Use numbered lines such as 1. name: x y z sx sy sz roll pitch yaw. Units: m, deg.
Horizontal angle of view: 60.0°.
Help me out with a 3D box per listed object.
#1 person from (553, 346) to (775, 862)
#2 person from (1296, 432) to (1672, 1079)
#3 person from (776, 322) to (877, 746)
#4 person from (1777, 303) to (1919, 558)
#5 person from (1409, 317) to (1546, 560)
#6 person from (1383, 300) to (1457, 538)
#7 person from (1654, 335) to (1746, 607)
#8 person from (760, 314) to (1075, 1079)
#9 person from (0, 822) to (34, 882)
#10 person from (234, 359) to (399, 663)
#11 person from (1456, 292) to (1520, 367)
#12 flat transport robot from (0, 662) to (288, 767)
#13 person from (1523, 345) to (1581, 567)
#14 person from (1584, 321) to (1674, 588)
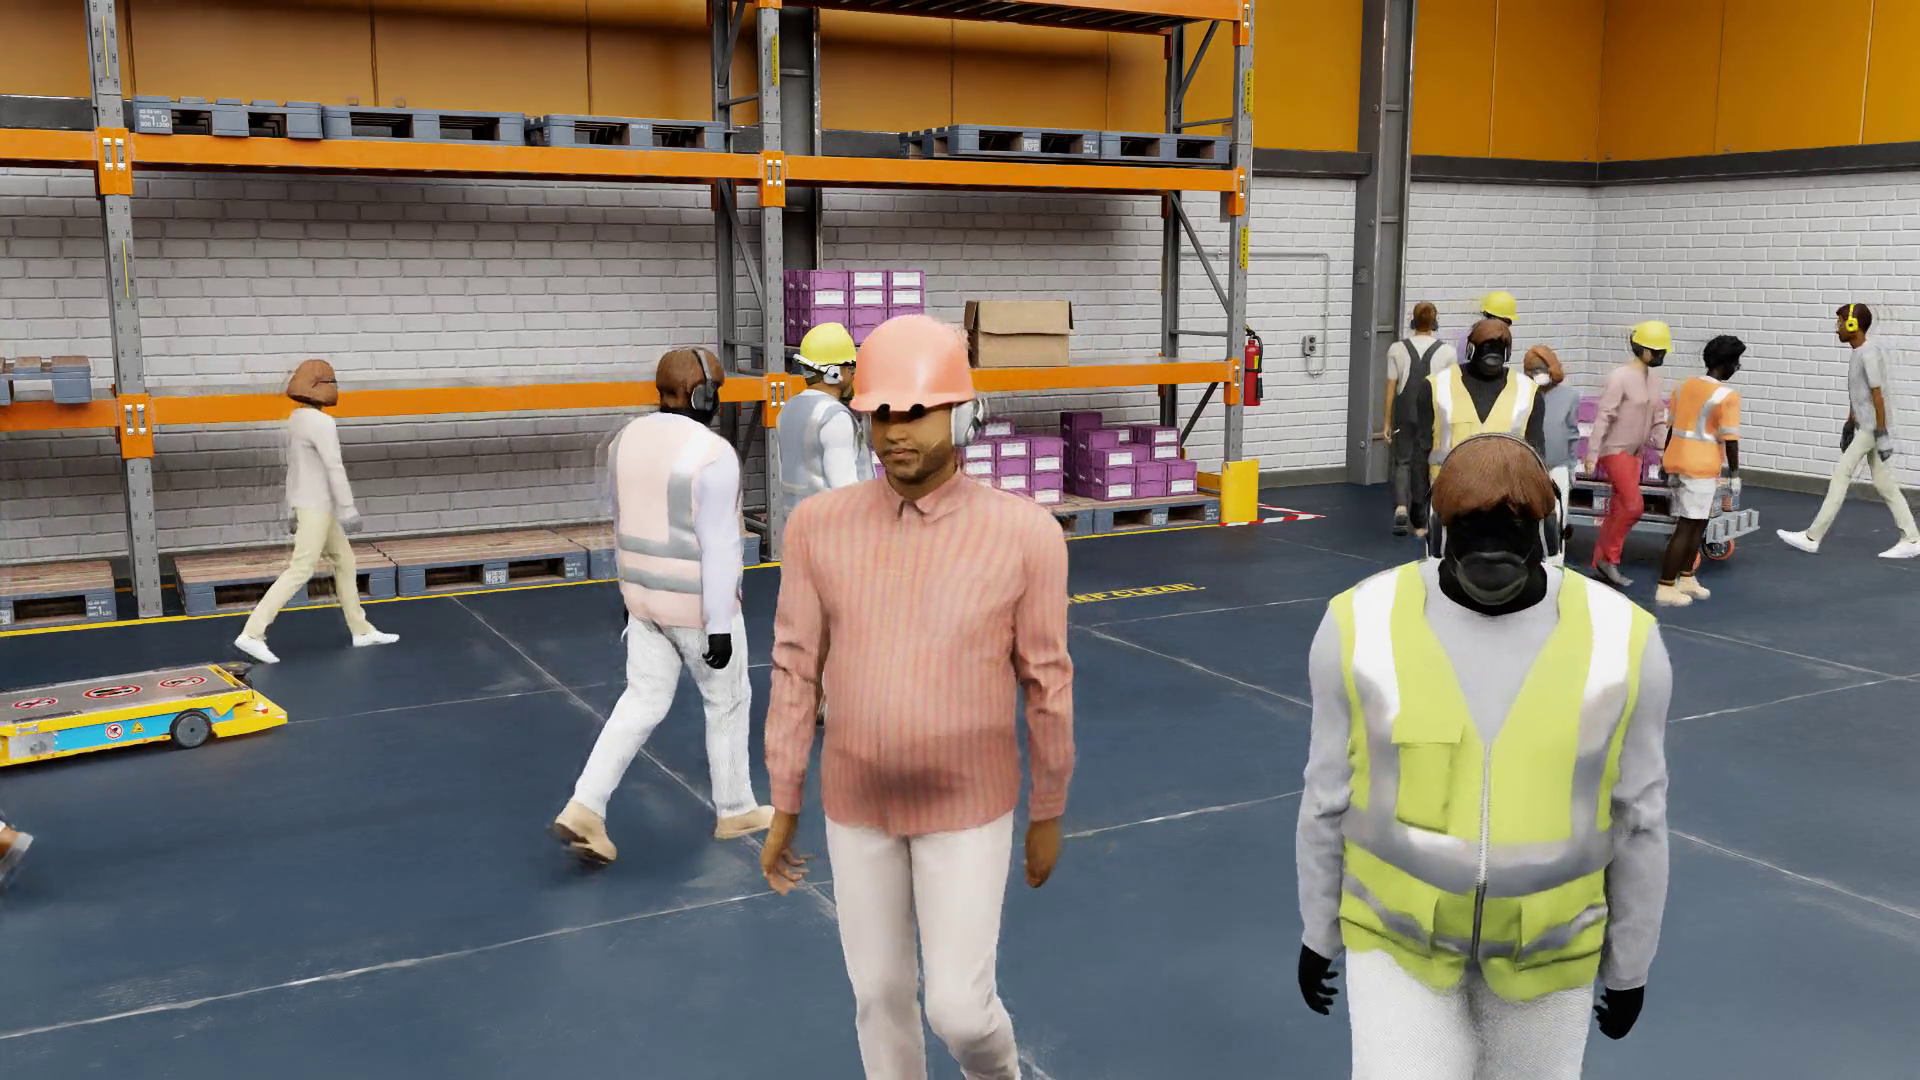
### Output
1. person: -1.033 0.231 5.800 0.659 1.811 0.878 8 12 39
2. person: 0.931 0.689 3.029 0.632 1.807 0.814 2 10 13
3. person: -0.564 -0.022 7.241 0.403 1.834 0.588 -6 11 -30
4. person: 6.440 -0.767 11.869 0.996 1.809 0.556 5 10 27
5. person: 2.590 -0.197 8.337 0.649 1.821 0.459 2 9 11
6. person: 3.464 -0.892 12.560 0.518 1.828 0.587 3 10 18
7. person: 4.519 -0.409 10.093 0.582 1.657 0.551 -2 9 -11
8. person: -0.095 0.532 3.421 0.620 1.978 0.461 3 10 18
9. person: -3.528 0.265 5.357 0.917 1.903 0.641 1 9 4
10. person: -3.466 -0.162 8.821 0.855 1.596 0.493 -6 11 -35
11. person: 4.192 -1.006 13.130 0.899 1.869 0.639 -2 10 -13
12. flat transport robot: -3.752 0.764 7.203 1.431 0.197 0.652 -7 12 -37
13. person: 3.562 -0.396 10.226 0.523 1.587 0.729 0 9 3
14. person: 4.258 -0.534 10.649 0.592 1.726 0.514 -8 12 -39
